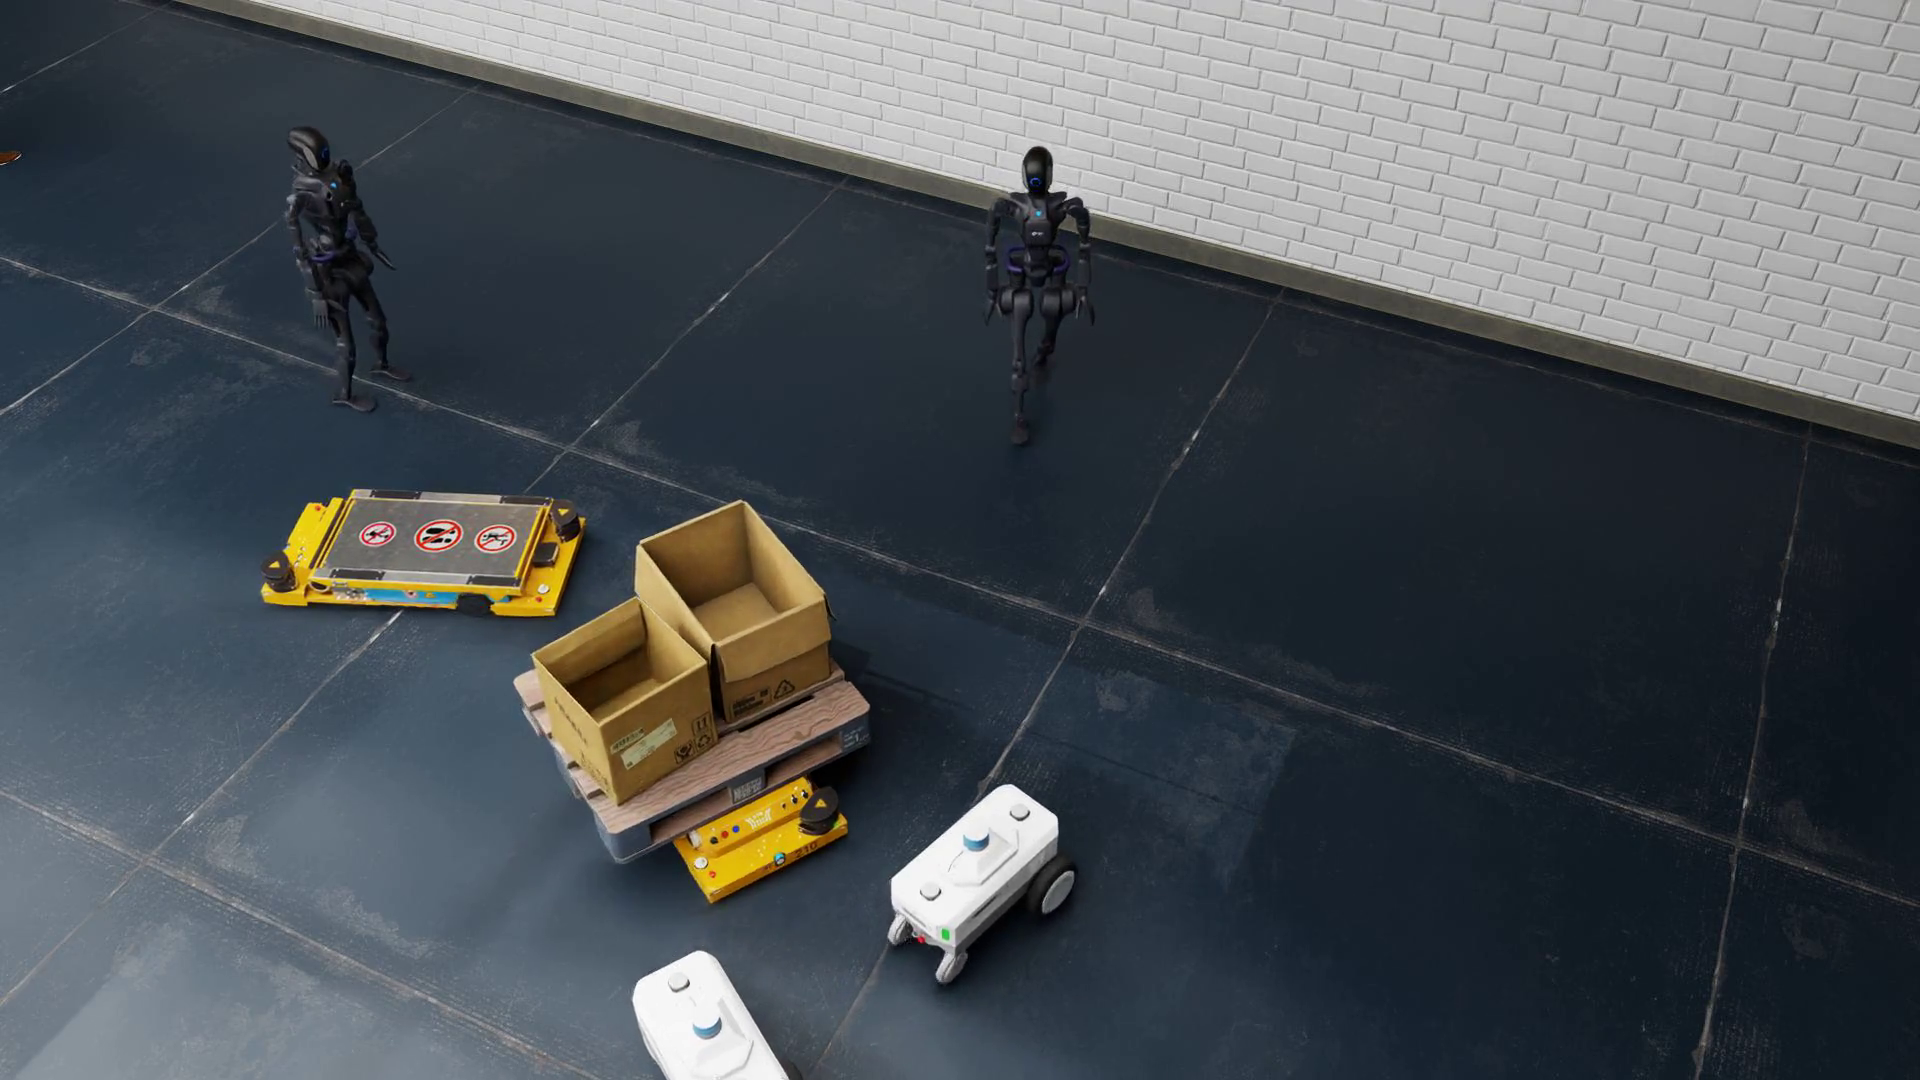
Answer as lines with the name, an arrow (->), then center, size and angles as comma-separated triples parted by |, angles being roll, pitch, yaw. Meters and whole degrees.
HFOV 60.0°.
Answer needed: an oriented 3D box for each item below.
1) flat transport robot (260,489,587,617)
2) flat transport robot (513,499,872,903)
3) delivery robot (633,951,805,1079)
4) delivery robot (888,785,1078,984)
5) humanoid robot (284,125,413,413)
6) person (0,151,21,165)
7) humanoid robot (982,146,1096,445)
flat transport robot -> -2.628, 0.061, 8.189 | 1.431, 0.231, 0.659 | 3, 43, 3
flat transport robot -> -1.129, 0.898, 7.286 | 0.659, 0.231, 1.431 | -24, 48, -24
delivery robot -> -0.880, 1.897, 6.010 | 0.499, 0.612, 0.814 | -23, 48, -23
delivery robot -> 0.075, 1.330, 6.622 | 0.499, 0.611, 0.814 | 32, 52, 30
humanoid robot -> -3.262, -1.443, 8.780 | 0.328, 1.644, 0.598 | 13, 44, 14
person -> -6.567, -3.161, 10.660 | 0.506, 1.631, 0.264 | 19, 46, 19
humanoid robot -> 0.415, -1.334, 8.705 | 0.605, 1.632, 0.790 | 0, 43, 0
